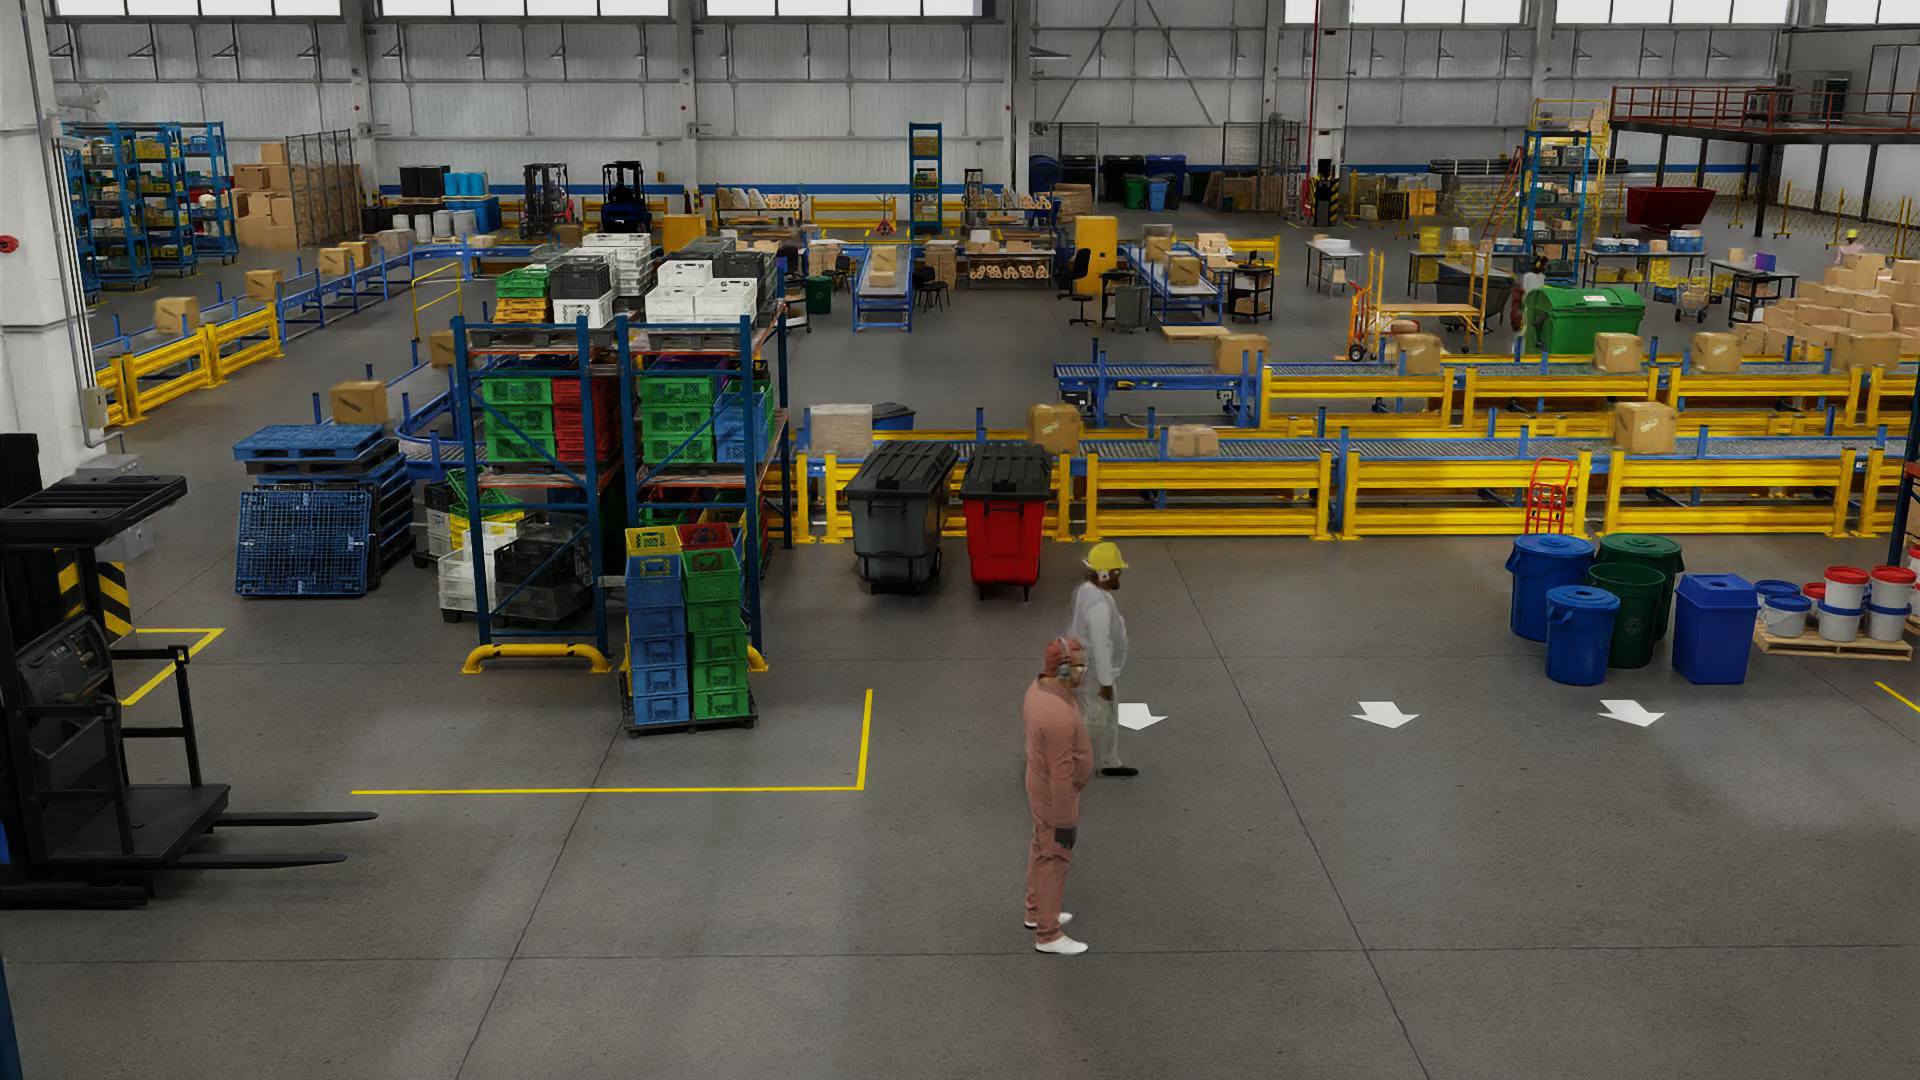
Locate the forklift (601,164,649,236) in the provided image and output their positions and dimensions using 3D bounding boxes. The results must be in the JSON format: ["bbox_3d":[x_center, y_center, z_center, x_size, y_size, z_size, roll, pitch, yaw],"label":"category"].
[{"bbox_3d":[-9.948,-10.127,49.296,1.157,1.987,2.680,-1,16,-3],"label":"forklift"}]

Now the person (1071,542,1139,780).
[{"bbox_3d":[0.919,0.891,11.881,0.715,1.812,0.598,1,16,2],"label":"person"}]

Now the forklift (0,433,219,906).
[{"bbox_3d":[-5.952,0.780,10.366,1.873,2.768,1.129,0,16,-1],"label":"forklift"}]

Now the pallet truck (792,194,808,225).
[{"bbox_3d":[-4.814,-9.883,50.259,0.704,1.261,1.522,-1,16,-3],"label":"pallet truck"}]

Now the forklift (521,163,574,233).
[{"bbox_3d":[-12.233,-10.122,49.298,1.157,1.987,2.680,0,16,-1],"label":"forklift"}]

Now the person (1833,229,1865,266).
[{"bbox_3d":[18.281,-5.527,34.283,0.555,1.745,0.551,11,19,34],"label":"person"}]

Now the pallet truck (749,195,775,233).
[{"bbox_3d":[-6.051,-9.967,50.660,0.680,1.201,1.601,0,16,-1],"label":"pallet truck"}]

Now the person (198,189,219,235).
[{"bbox_3d":[-20.700,-8.919,45.972,0.586,1.824,0.404,4,17,14],"label":"person"}]

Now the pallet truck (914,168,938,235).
[{"bbox_3d":[-0.989,-10.316,50.507,0.823,1.965,1.885,1,16,3],"label":"pallet truck"}]

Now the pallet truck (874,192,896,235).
[{"bbox_3d":[-2.277,-9.986,50.594,0.653,1.274,1.630,0,16,-1],"label":"pallet truck"}]

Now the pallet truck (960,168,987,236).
[{"bbox_3d":[0.383,-10.230,50.206,0.823,1.965,1.885,-1,16,-3],"label":"pallet truck"}]

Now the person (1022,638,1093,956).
[{"bbox_3d":[0.572,1.475,9.689,0.402,1.905,0.657,-2,16,-6],"label":"person"}]

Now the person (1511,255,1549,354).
[{"bbox_3d":[9.935,-4.039,28.974,0.546,1.840,0.453,-7,17,-22],"label":"person"}]
